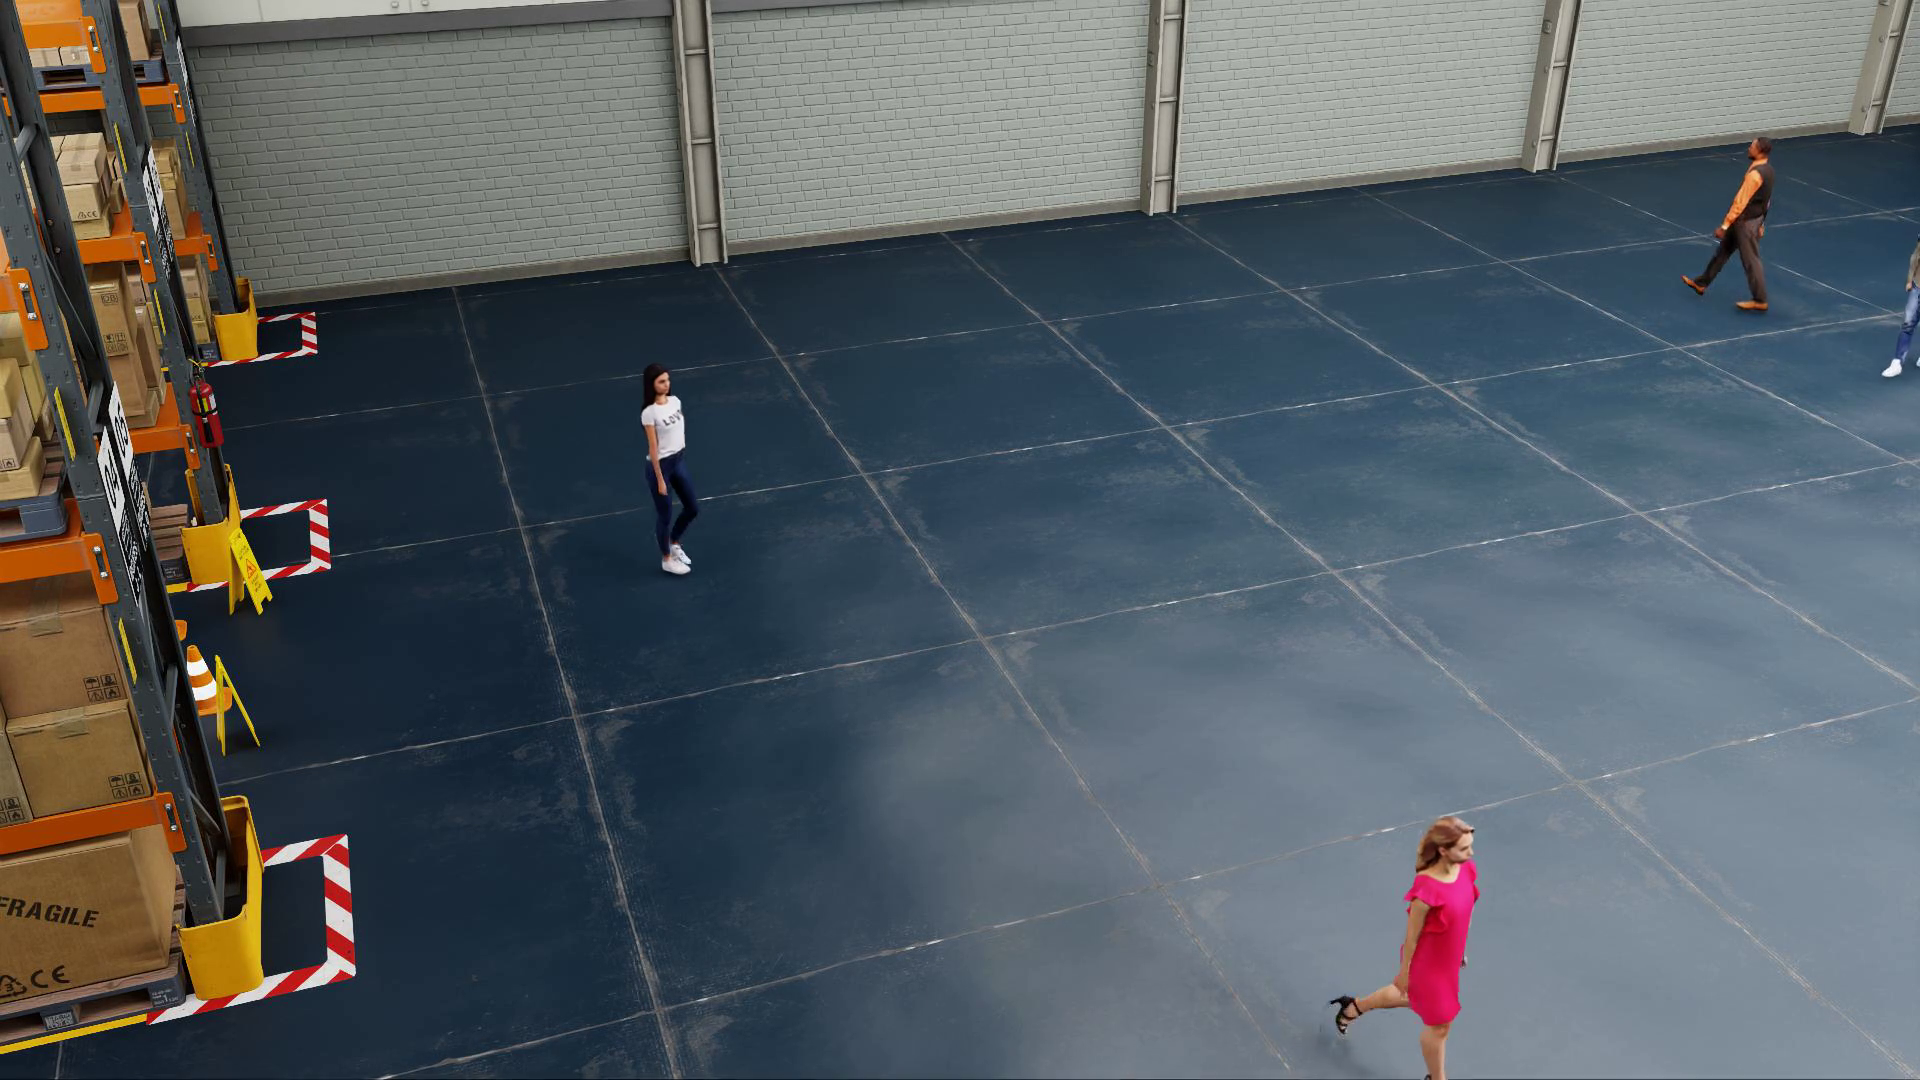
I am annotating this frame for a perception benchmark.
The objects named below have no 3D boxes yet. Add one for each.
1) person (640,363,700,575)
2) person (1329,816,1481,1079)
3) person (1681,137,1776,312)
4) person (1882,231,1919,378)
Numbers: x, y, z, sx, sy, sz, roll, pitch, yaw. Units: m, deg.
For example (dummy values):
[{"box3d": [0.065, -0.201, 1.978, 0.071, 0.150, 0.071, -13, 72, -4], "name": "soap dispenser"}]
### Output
[{"box3d": [-2.344, -0.540, 12.896, 0.783, 1.764, 0.710, 16, 32, 28], "name": "person"}, {"box3d": [2.238, 2.017, 8.166, 0.925, 1.697, 1.033, 25, 37, 38], "name": "person"}, {"box3d": [8.693, -3.393, 18.156, 1.202, 1.856, 1.268, 19, 33, 32], "name": "person"}, {"box3d": [9.746, -2.543, 16.568, 1.249, 1.848, 0.964, -22, 35, -35], "name": "person"}]
